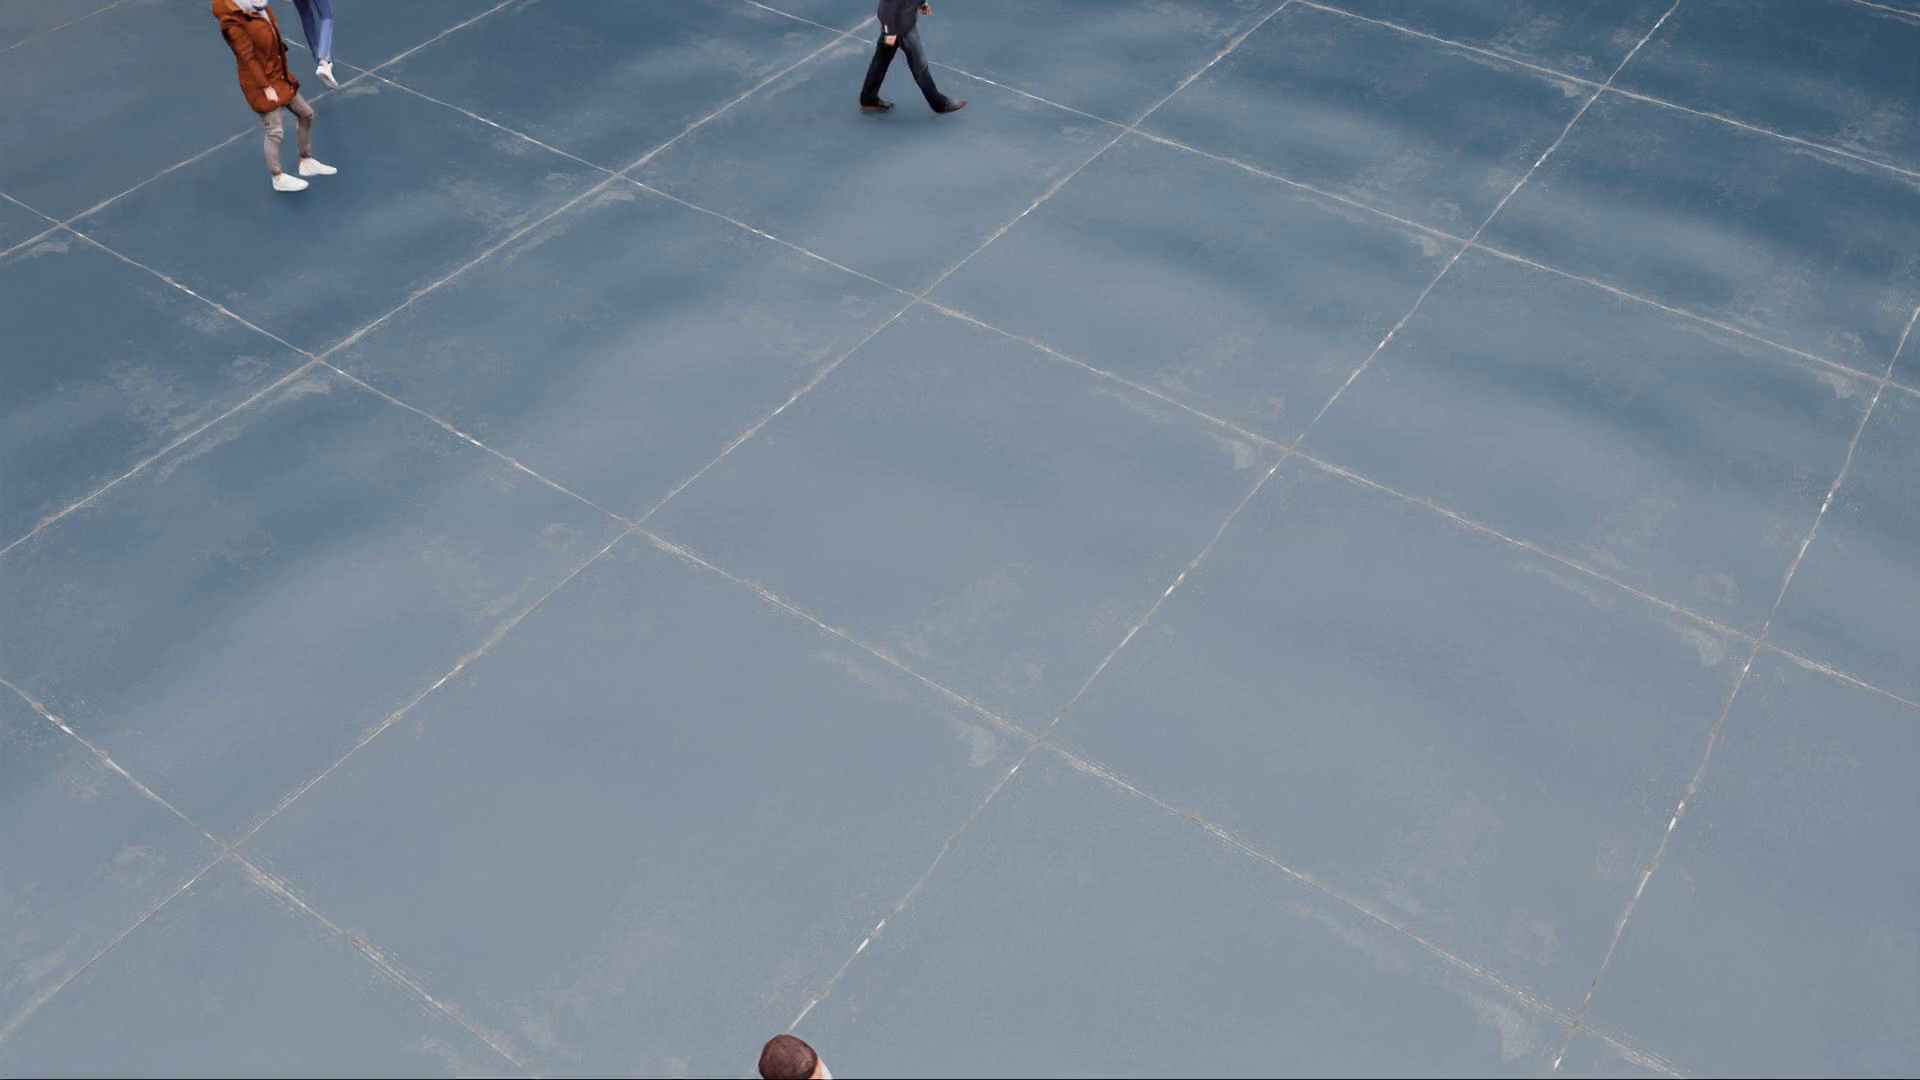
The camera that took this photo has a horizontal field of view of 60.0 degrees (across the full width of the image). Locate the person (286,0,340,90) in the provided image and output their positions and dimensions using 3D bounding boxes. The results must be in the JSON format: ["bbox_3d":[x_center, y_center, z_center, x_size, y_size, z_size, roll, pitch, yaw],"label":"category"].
[{"bbox_3d":[-5.455,-4.582,13.826,0.996,1.772,1.062,-8,44,-8],"label":"person"}]

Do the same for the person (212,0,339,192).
[{"bbox_3d":[-5.336,-3.469,12.597,0.921,1.821,0.871,1,43,1],"label":"person"}]

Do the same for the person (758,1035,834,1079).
[{"bbox_3d":[-0.577,2.416,6.263,0.689,1.866,0.704,7,44,8],"label":"person"}]

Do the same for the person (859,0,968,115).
[{"bbox_3d":[-0.577,-4.258,13.480,1.263,1.771,1.107,0,43,1],"label":"person"}]
